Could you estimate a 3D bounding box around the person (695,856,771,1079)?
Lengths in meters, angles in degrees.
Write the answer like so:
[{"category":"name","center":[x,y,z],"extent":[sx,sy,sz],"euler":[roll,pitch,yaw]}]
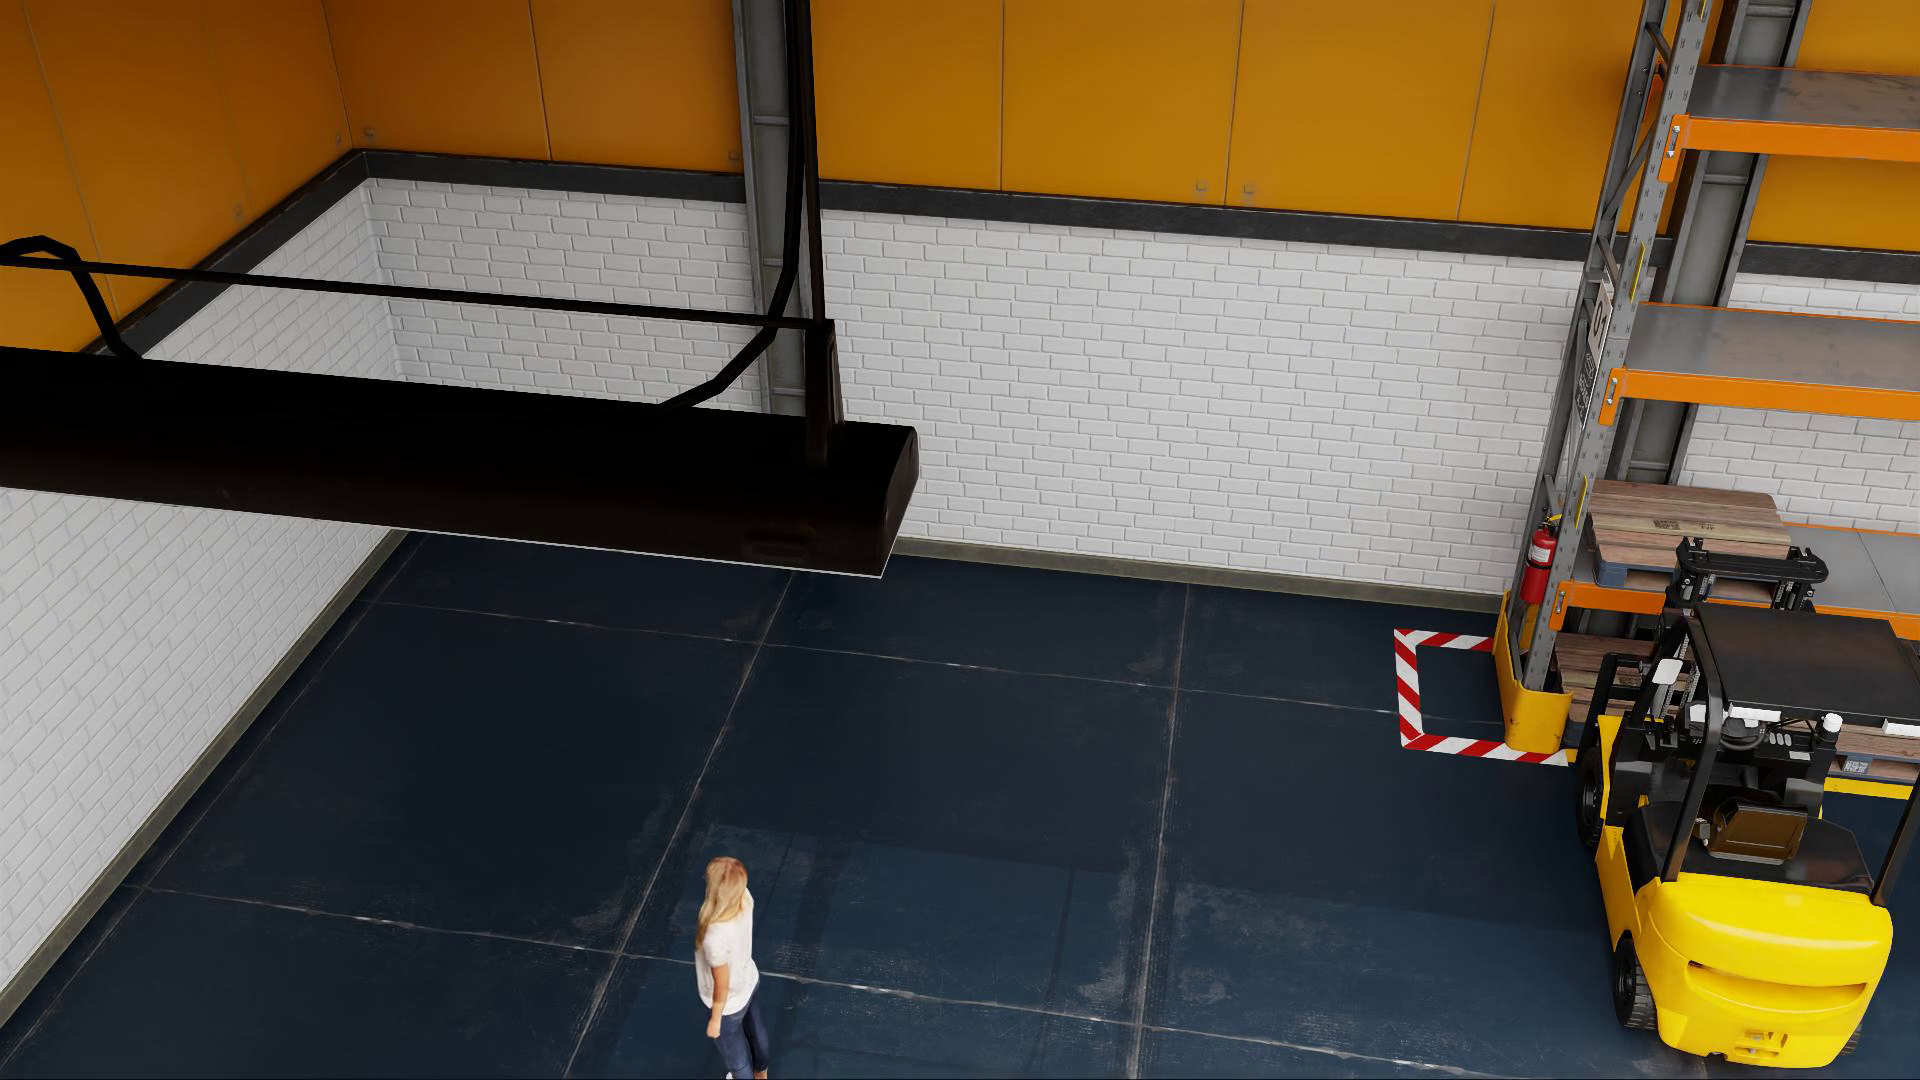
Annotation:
[{"category":"person","center":[-1.107,2.229,8.186],"extent":[0.509,1.808,0.592],"euler":[7,34,10]}]
